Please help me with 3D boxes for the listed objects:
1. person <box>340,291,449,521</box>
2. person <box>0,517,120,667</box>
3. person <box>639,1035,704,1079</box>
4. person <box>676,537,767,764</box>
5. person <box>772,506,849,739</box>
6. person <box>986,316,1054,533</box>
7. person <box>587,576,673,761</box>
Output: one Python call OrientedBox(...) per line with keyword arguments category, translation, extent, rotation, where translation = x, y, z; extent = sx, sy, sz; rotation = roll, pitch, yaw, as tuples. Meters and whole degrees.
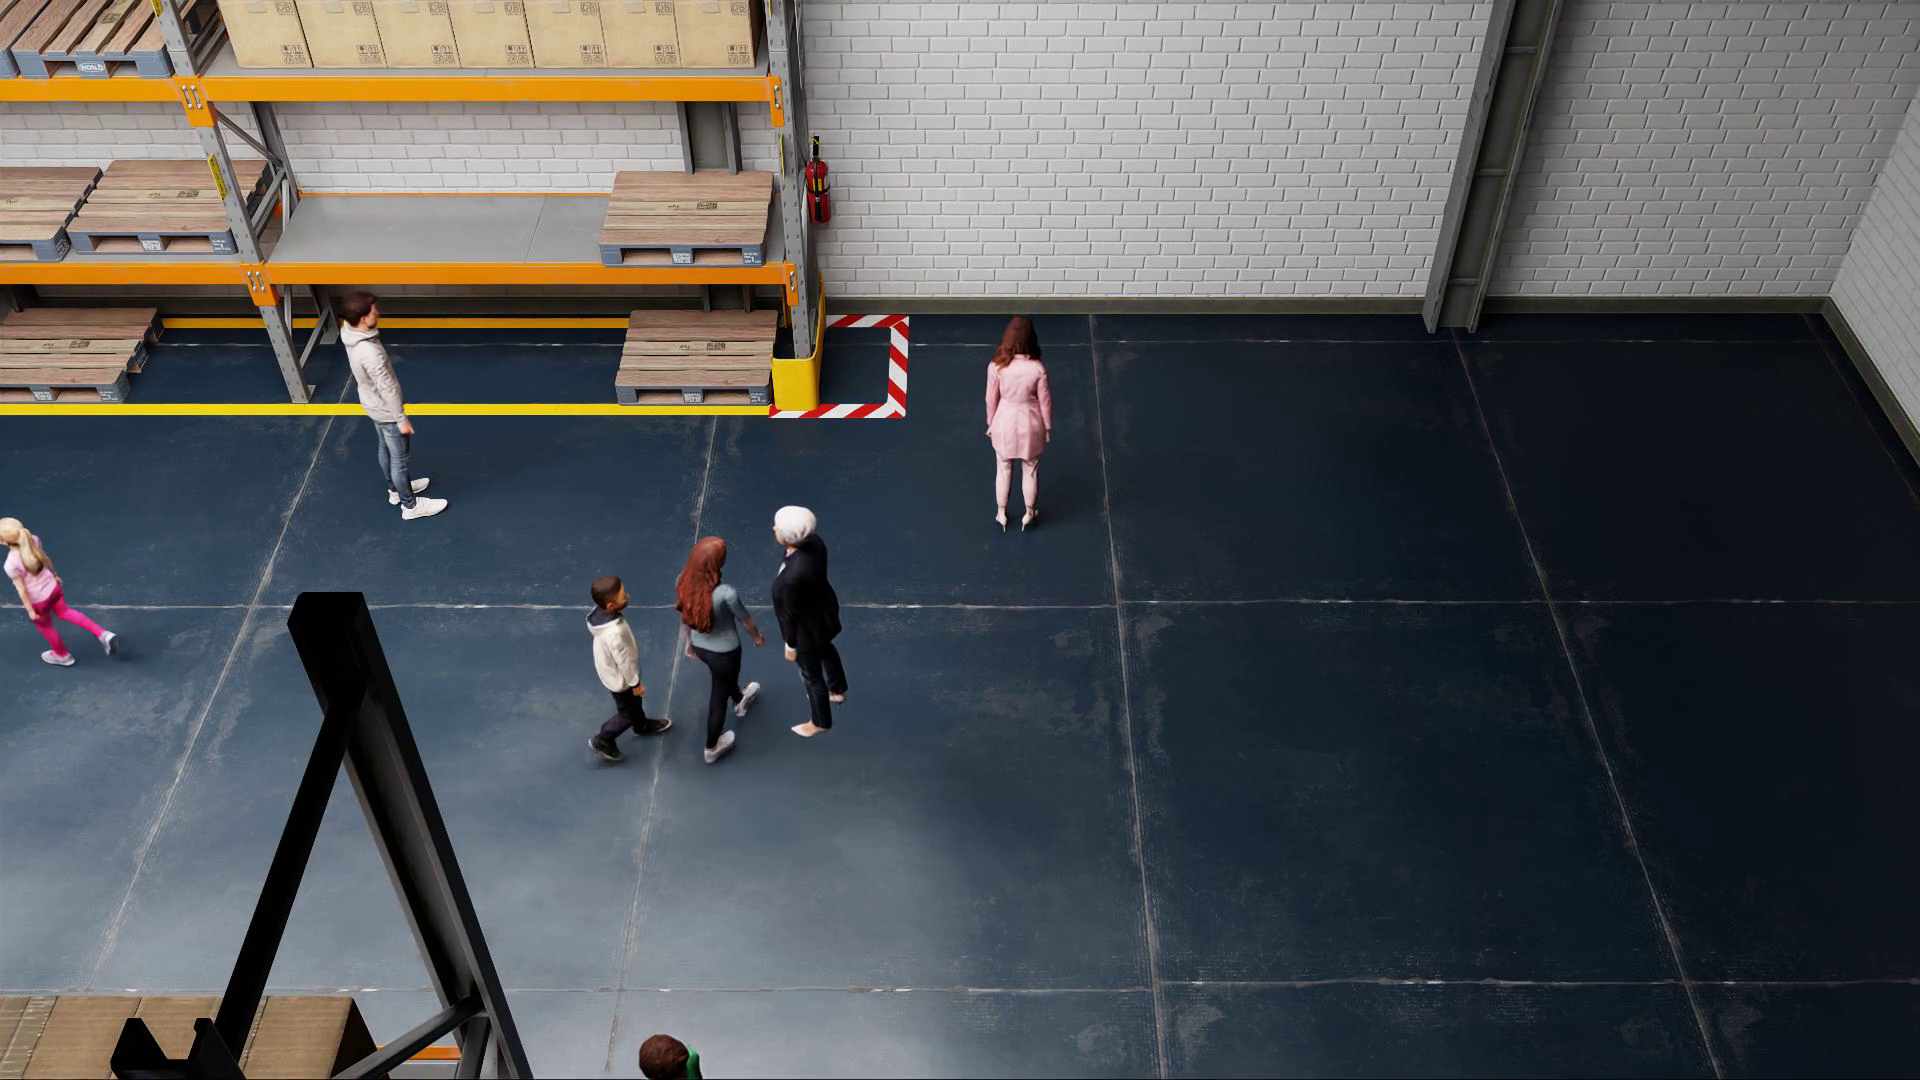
OrientedBox(category="person", translation=(-4.047, -0.947, 11.651), extent=(0.775, 1.850, 0.758), rotation=(-26, 49, -24))
OrientedBox(category="person", translation=(-5.862, 0.346, 10.725), extent=(0.810, 1.255, 0.566), rotation=(6, 44, 7))
OrientedBox(category="person", translation=(-1.331, 2.807, 7.855), extent=(0.675, 1.651, 0.658), rotation=(22, 48, 22))
OrientedBox(category="person", translation=(-1.506, 0.728, 9.989), extent=(0.911, 1.718, 0.896), rotation=(23, 48, 22))
OrientedBox(category="person", translation=(-0.843, 0.433, 9.442), extent=(0.673, 1.777, 0.771), rotation=(9, 44, 9))
OrientedBox(category="person", translation=(0.399, -0.772, 11.502), extent=(0.497, 1.803, 0.695), rotation=(5, 44, 6))
OrientedBox(category="person", translation=(-2.107, 0.797, 10.115), extent=(0.809, 1.444, 0.691), rotation=(-13, 45, -13))
